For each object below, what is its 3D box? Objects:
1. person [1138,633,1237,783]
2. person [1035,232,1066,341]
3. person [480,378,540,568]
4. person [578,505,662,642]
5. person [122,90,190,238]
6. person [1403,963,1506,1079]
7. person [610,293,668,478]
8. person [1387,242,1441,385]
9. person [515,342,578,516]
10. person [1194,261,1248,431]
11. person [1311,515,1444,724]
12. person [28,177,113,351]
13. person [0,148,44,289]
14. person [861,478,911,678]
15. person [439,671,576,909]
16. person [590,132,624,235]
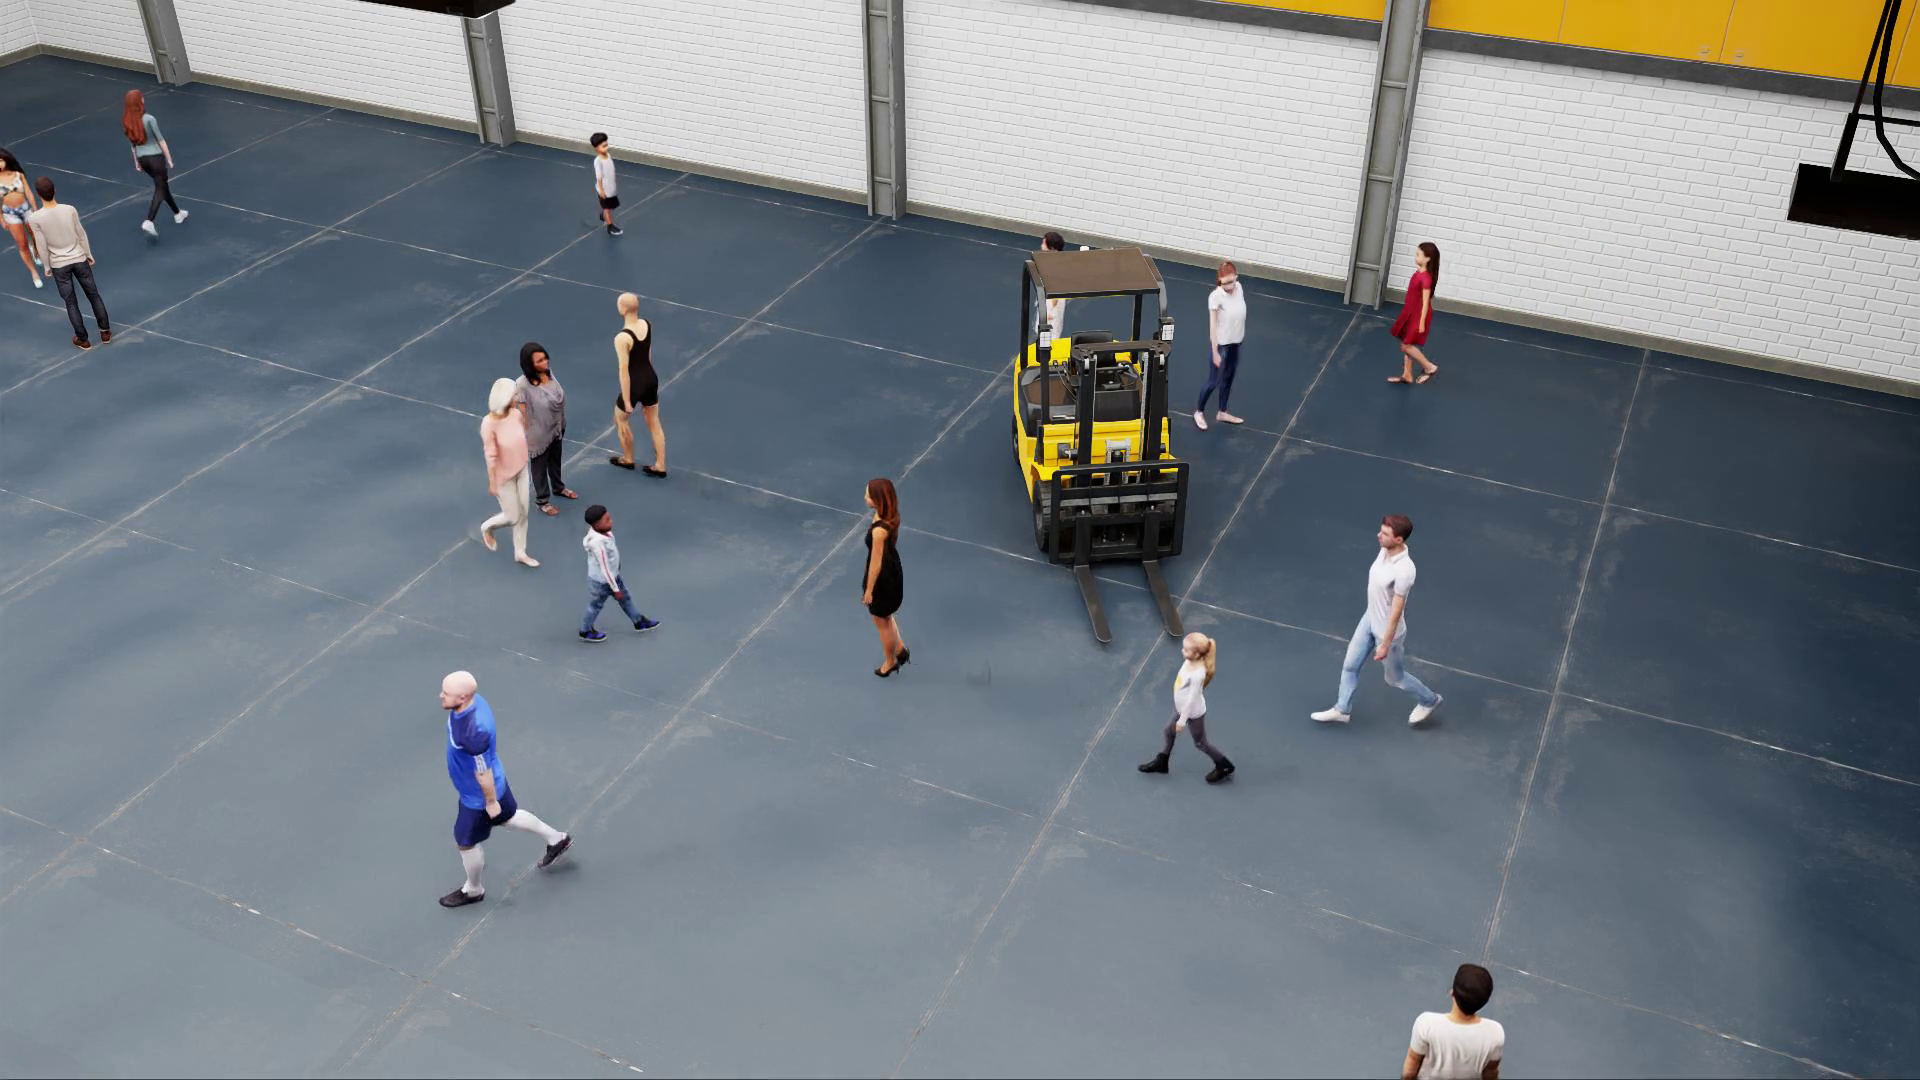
[{"bbox_3d":[1.687,1.198,11.676,0.962,1.263,0.774,-3,34,-4],"label":"person"},{"bbox_3d":[0.928,-2.385,16.802,0.644,1.555,0.636,0,34,0],"label":"person"},{"bbox_3d":[-3.835,-0.573,13.950,0.807,1.693,0.629,18,38,25],"label":"person"},{"bbox_3d":[-2.857,0.284,13.082,0.937,1.228,0.755,-2,34,-3],"label":"person"},{"bbox_3d":[-9.639,-4.449,19.764,1.135,1.713,0.872,5,34,8],"label":"person"},{"bbox_3d":[2.538,2.905,8.702,0.619,1.713,0.764,2,34,3],"label":"person"},{"bbox_3d":[-2.828,-1.358,15.041,0.836,1.795,0.699,18,38,25],"label":"person"},{"bbox_3d":[4.632,-2.247,16.607,0.823,1.541,0.679,3,34,5],"label":"person"},{"bbox_3d":[-3.696,-1.021,14.700,0.632,1.611,0.614,14,36,20],"label":"person"},{"bbox_3d":[2.556,-1.883,15.887,0.739,1.732,0.721,19,38,26],"label":"person"},{"bbox_3d":[3.162,0.637,12.017,1.261,1.819,1.081,-6,34,-8],"label":"person"},{"bbox_3d":[-9.247,-2.876,17.256,0.733,1.870,0.719,-25,41,-33],"label":"person"},{"bbox_3d":[-10.539,-3.638,18.634,0.761,1.614,0.855,-22,39,-29],"label":"person"},{"bbox_3d":[-0.487,0.325,12.477,0.692,1.829,0.687,6,34,8],"label":"person"},{"bbox_3d":[-2.979,1.558,10.637,1.213,1.814,1.160,-12,35,-17],"label":"person"},{"bbox_3d":[-4.287,-4.274,19.918,0.587,1.252,0.498,16,37,22],"label":"person"}]
